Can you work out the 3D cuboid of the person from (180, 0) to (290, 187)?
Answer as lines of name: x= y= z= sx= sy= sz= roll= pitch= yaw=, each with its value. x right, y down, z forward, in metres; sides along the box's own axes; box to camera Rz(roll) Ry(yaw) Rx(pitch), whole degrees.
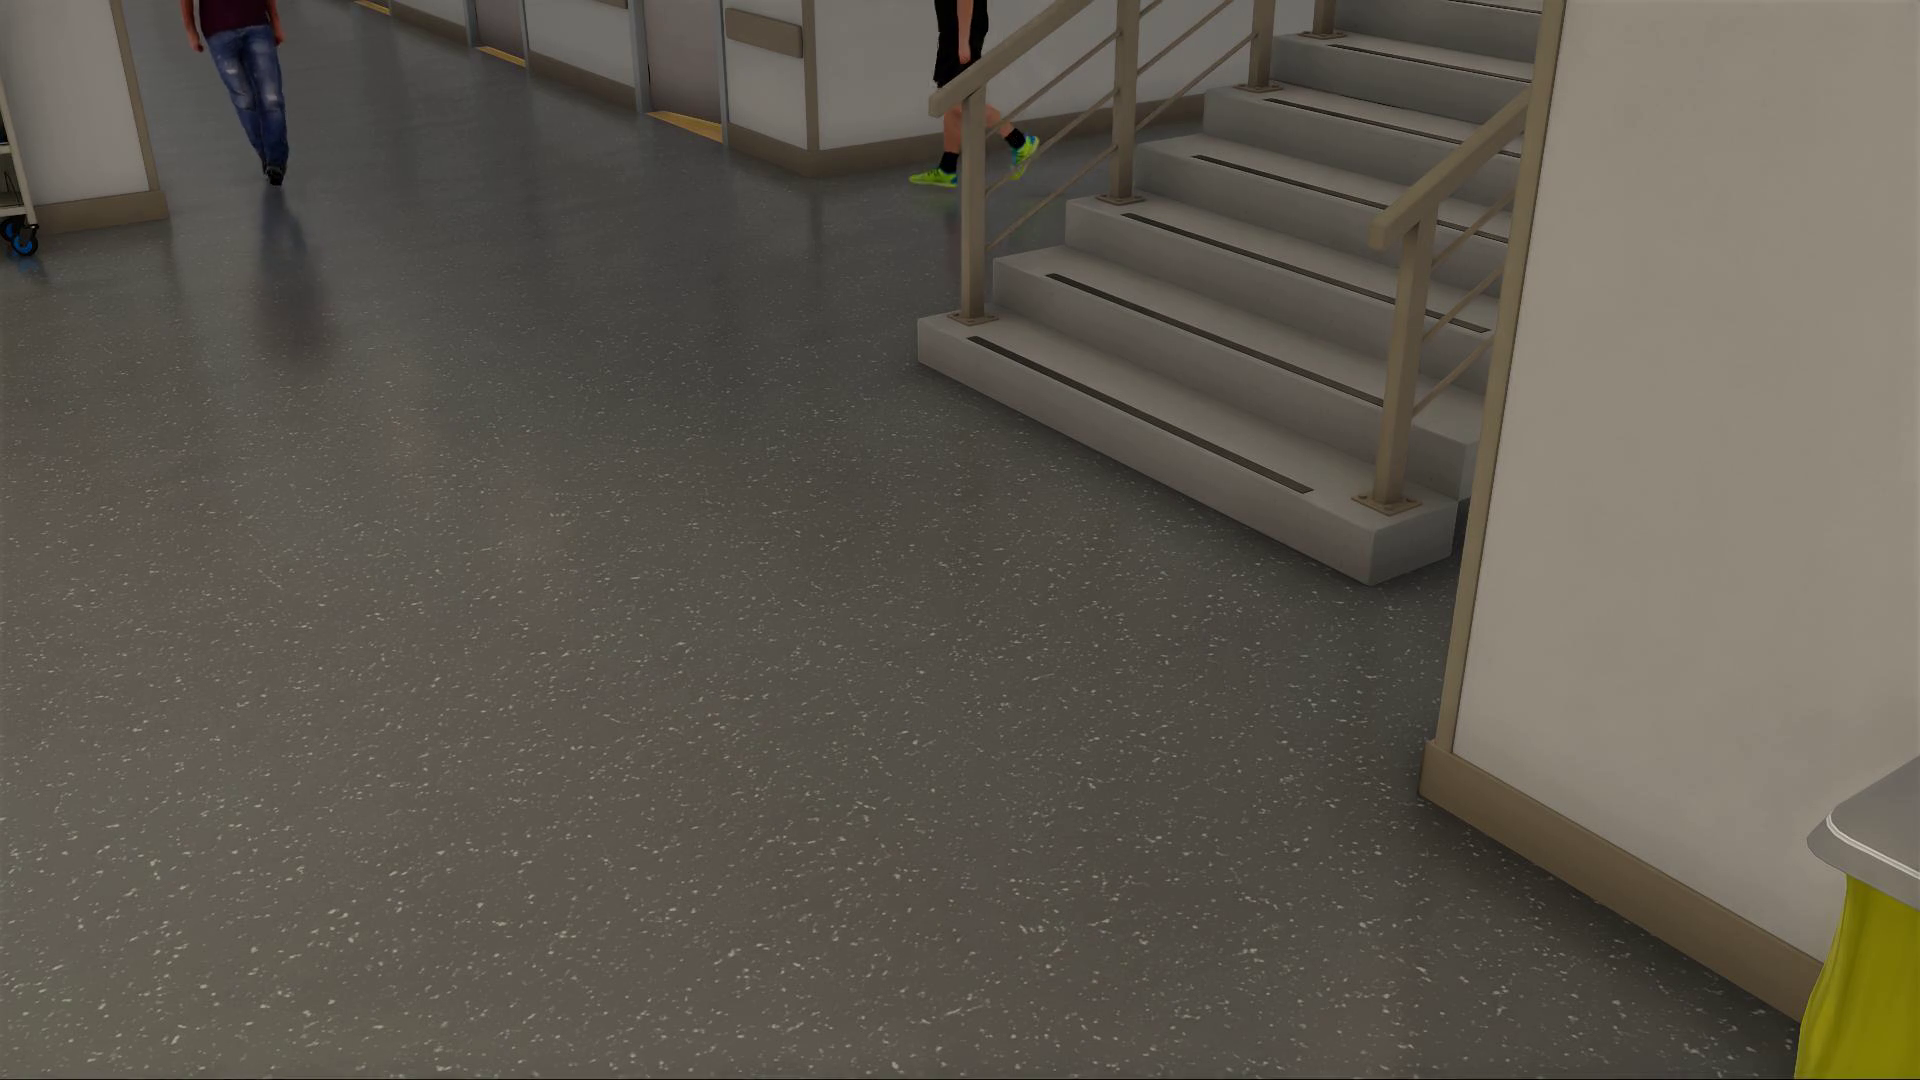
person: x=-4.275 y=-3.027 z=9.852 sx=1.139 sy=1.797 sz=0.962 roll=-9 pitch=27 yaw=-18

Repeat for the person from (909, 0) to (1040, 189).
person: x=0.086 y=-2.942 z=9.587 sx=1.134 sy=1.875 sz=1.037 roll=2 pitch=26 yaw=4
